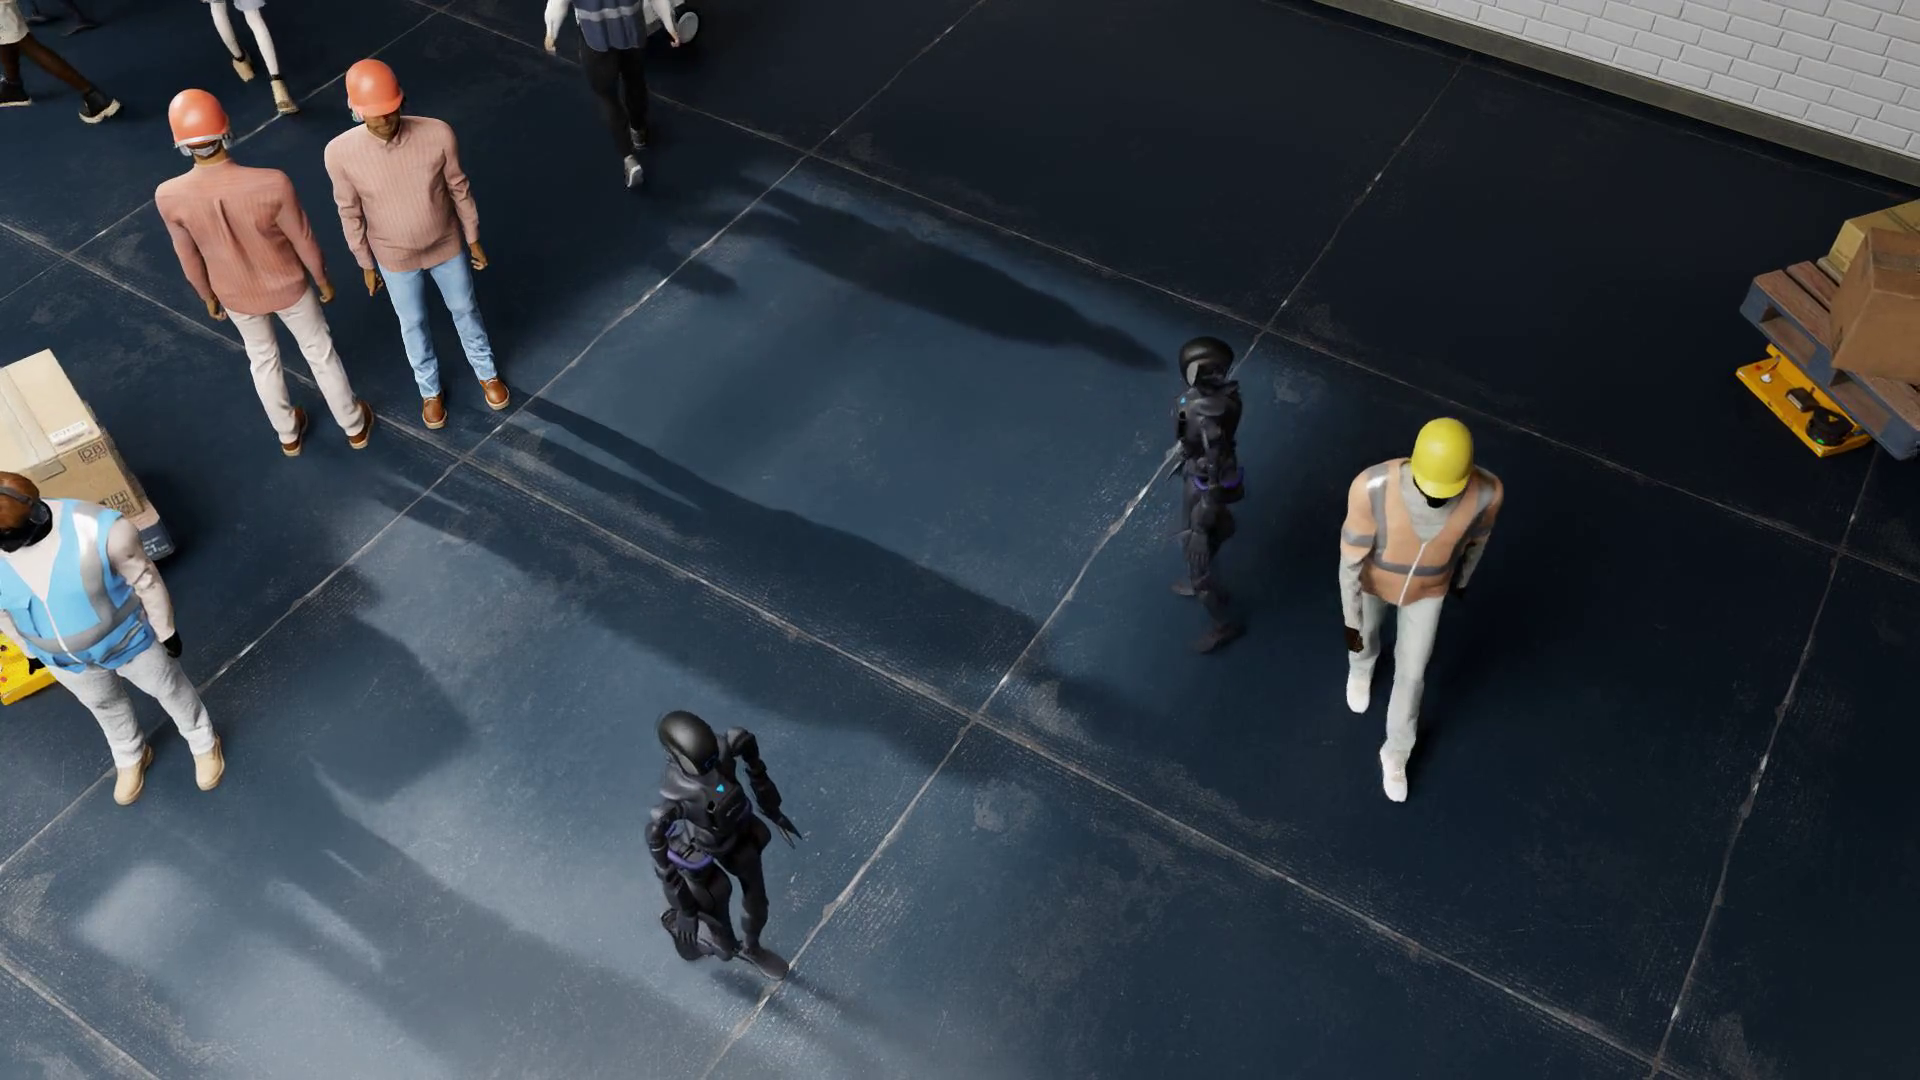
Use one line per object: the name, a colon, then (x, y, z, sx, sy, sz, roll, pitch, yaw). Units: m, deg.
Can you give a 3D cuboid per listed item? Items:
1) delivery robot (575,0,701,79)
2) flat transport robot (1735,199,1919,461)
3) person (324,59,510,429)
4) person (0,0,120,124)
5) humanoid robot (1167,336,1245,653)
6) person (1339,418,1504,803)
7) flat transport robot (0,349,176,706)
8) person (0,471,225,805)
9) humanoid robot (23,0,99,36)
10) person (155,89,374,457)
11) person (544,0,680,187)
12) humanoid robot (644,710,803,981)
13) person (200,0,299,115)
delivery robot: (-2.062, -3.343, 10.560, 0.499, 0.614, 0.803, 30, 55, 24)
flat transport robot: (4.817, -0.874, 8.579, 1.431, 0.231, 0.659, -17, 51, -14)
person: (-2.561, -1.387, 7.882, 0.610, 1.997, 0.376, -19, 51, -16)
person: (-5.575, -3.261, 9.579, 0.943, 1.918, 0.610, 2, 49, 2)
humanoid robot: (1.051, -0.223, 7.079, 0.389, 1.631, 0.589, -3, 49, -3)
person: (1.740, 0.233, 6.537, 0.584, 1.881, 0.882, 6, 49, 6)
flat transport robot: (-4.365, 0.107, 7.722, 0.659, 0.231, 1.431, -31, 55, -24)
person: (-3.343, 0.382, 6.443, 0.622, 1.835, 0.431, -7, 49, -6)
humanoid robot: (-5.910, -3.887, 10.284, 0.498, 1.644, 0.609, -18, 51, -15)
person: (-3.235, -1.201, 7.731, 0.612, 1.984, 0.404, -6, 49, -5)
person: (-1.935, -2.827, 9.314, 0.740, 1.736, 0.759, -16, 51, -14)
humanoid robot: (-0.878, 1.087, 5.935, 0.449, 1.647, 0.583, 28, 54, 22)
person: (-4.353, -3.392, 9.733, 0.468, 1.853, 0.910, -21, 52, -18)
